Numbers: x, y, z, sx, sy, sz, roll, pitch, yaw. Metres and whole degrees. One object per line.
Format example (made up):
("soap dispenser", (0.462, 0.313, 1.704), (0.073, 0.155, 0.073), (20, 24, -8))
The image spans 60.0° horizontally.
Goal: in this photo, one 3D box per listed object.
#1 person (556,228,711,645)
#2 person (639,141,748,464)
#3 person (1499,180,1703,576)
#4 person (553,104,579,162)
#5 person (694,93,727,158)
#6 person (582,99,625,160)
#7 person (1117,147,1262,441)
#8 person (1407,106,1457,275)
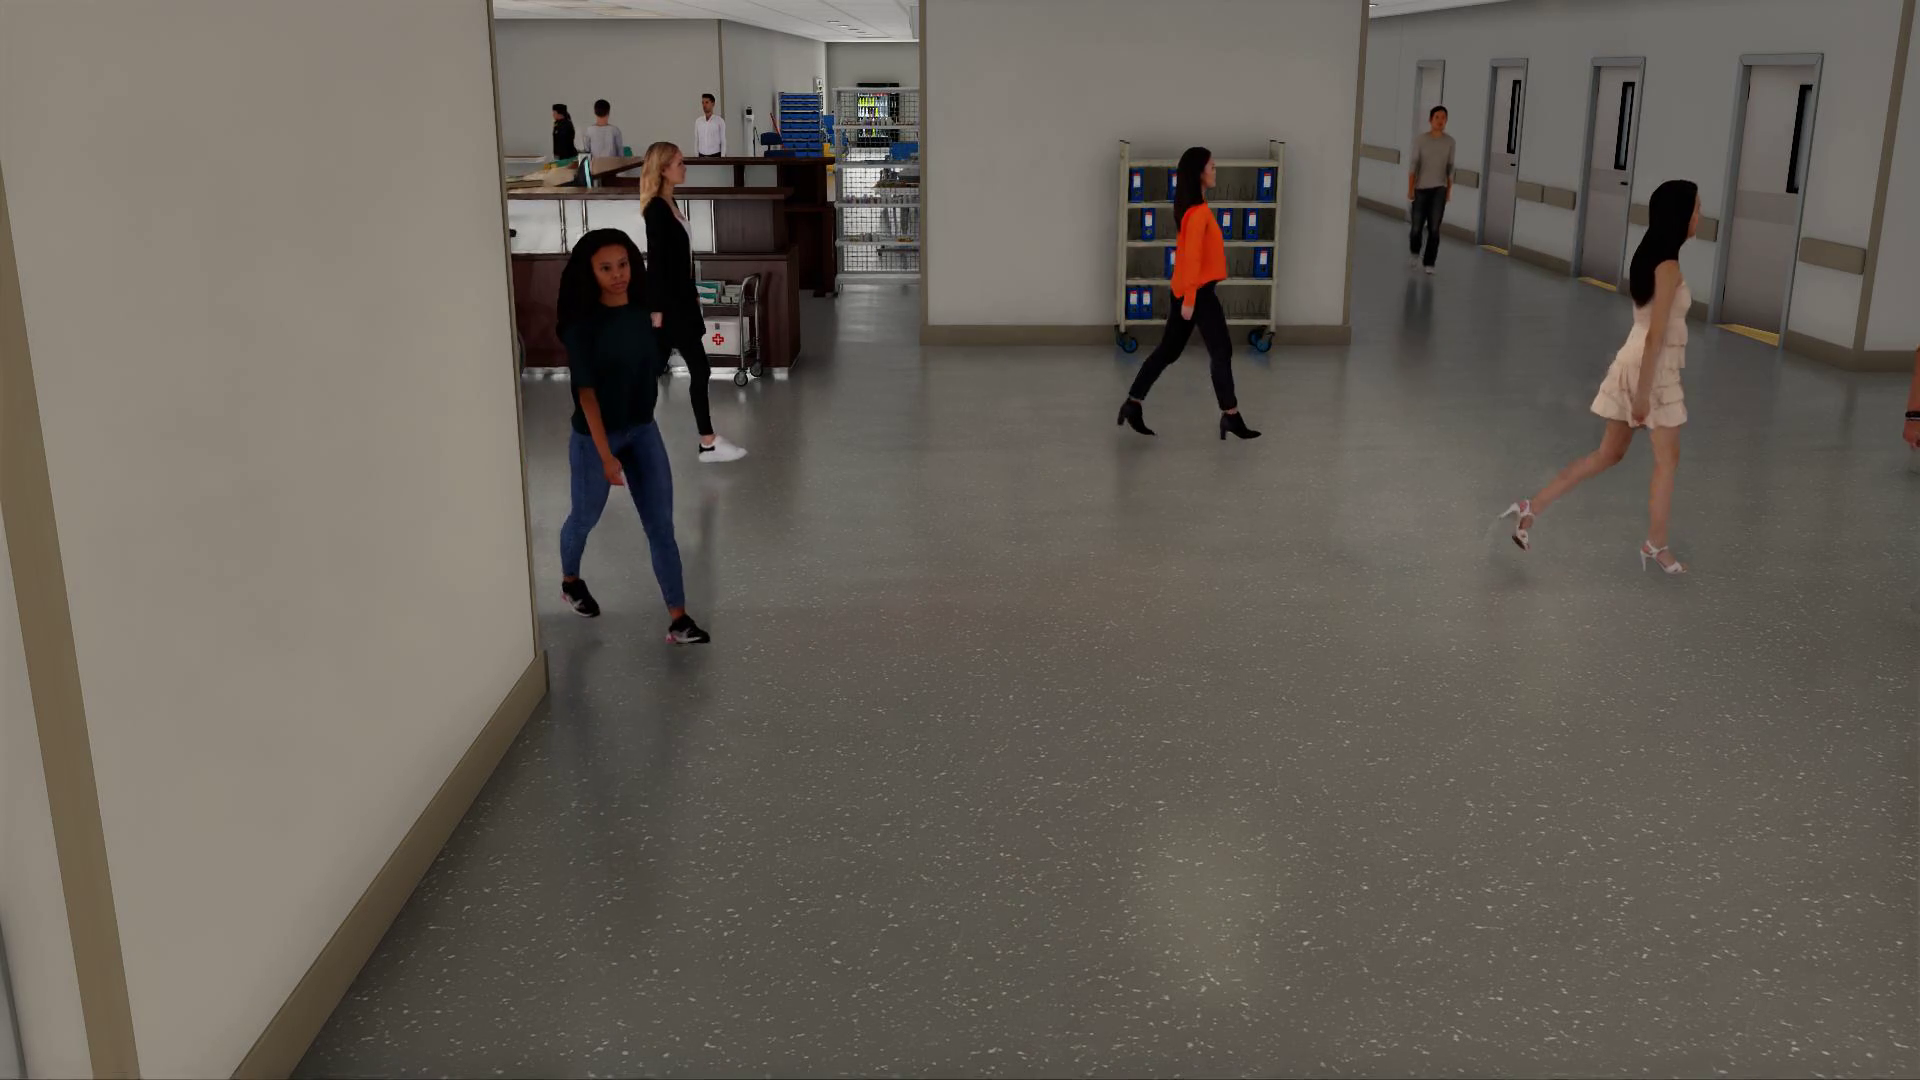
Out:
("person", (-1.386, -0.368, 6.385), (1.165, 1.567, 1.108), (14, 21, 41))
("person", (-1.704, -1.271, 9.213), (1.177, 1.770, 0.674), (-1, 16, -5))
("person", (2.830, -0.656, 7.152), (1.079, 1.703, 0.685), (2, 16, 8))
("person", (-6.168, -6.052, 26.377), (0.804, 1.659, 0.795), (-6, 17, -22))
("person", (-3.563, -5.432, 23.790), (0.594, 1.868, 0.736), (4, 16, 14))
("person", (-4.205, -4.276, 19.729), (0.503, 1.847, 0.712), (-2, 16, -7))
("person", (1.284, -1.408, 9.806), (1.066, 1.711, 0.620), (0, 16, 0))
("person", (5.139, -3.837, 18.283), (0.995, 1.787, 0.790), (2, 16, 7))
